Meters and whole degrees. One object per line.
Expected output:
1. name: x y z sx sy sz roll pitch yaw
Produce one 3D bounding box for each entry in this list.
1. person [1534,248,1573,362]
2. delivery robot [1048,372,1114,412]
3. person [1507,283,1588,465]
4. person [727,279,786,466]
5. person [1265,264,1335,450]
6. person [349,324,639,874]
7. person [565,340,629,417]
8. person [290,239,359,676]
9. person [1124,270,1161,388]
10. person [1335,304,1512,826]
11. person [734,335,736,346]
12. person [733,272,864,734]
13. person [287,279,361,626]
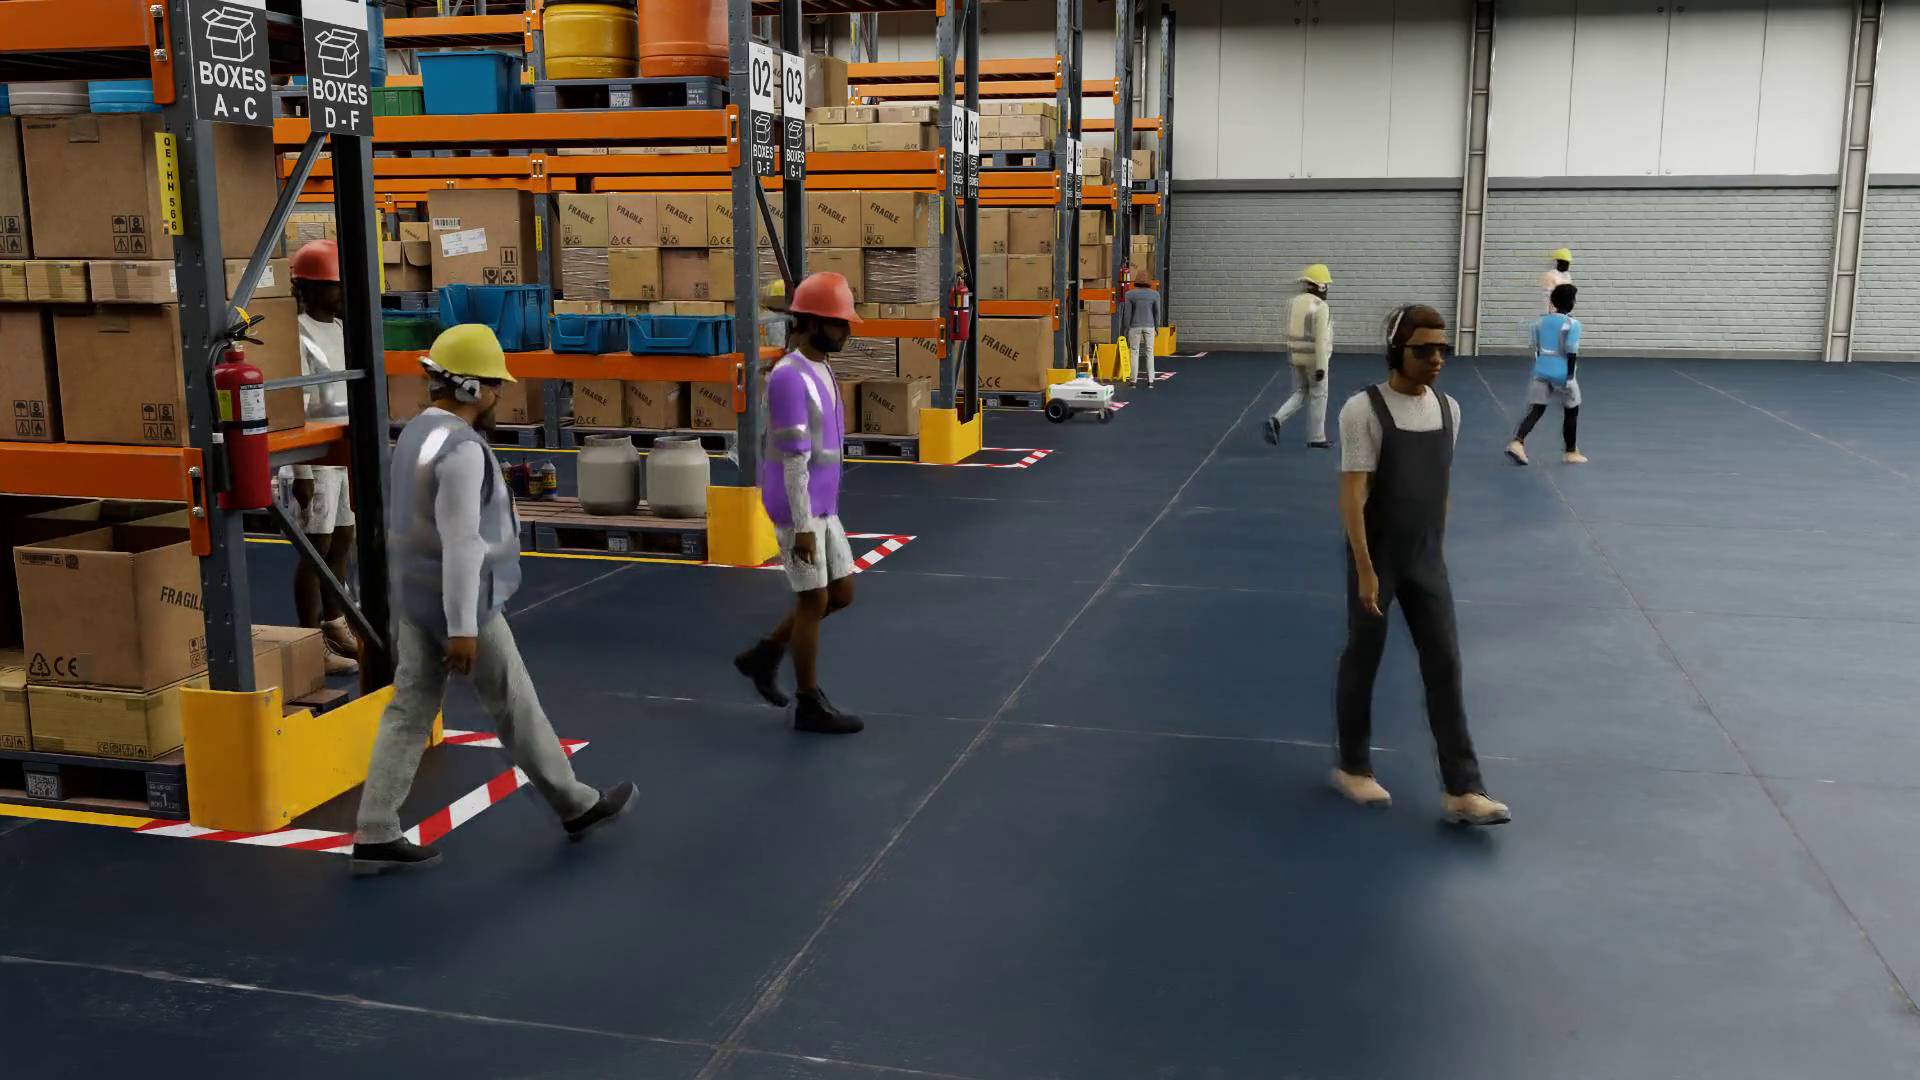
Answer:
1. person: 9.406 -3.622 26.168 0.588 1.915 0.445 -9 13 -40
2. delivery robot: 1.361 -1.641 18.685 0.707 0.478 0.477 3 11 16
3. person: 5.357 -1.495 15.088 0.822 1.669 0.535 -5 11 -27
4. person: -1.641 -1.459 14.747 0.860 1.705 0.485 2 10 11
5. person: 3.351 -1.760 16.119 0.644 1.815 0.609 -4 11 -21
6. person: -1.589 0.187 5.441 0.968 1.765 0.602 -7 12 -34
7. person: -3.796 -2.117 17.885 0.976 1.904 0.639 3 11 15
8. person: -2.969 -0.388 7.879 0.391 2.040 0.615 1 10 6
9. person: 2.520 -2.920 23.046 0.509 1.632 0.269 0 10 2
10. person: 1.589 0.108 5.774 0.521 1.817 0.802 -4 11 -19
11. person: -2.532 -2.191 18.825 0.317 1.697 0.540 7 12 34
12. person: -0.652 -0.140 6.862 0.544 1.915 0.543 3 11 14
13. person: -3.312 -0.440 8.707 0.495 1.844 0.572 3 11 14
